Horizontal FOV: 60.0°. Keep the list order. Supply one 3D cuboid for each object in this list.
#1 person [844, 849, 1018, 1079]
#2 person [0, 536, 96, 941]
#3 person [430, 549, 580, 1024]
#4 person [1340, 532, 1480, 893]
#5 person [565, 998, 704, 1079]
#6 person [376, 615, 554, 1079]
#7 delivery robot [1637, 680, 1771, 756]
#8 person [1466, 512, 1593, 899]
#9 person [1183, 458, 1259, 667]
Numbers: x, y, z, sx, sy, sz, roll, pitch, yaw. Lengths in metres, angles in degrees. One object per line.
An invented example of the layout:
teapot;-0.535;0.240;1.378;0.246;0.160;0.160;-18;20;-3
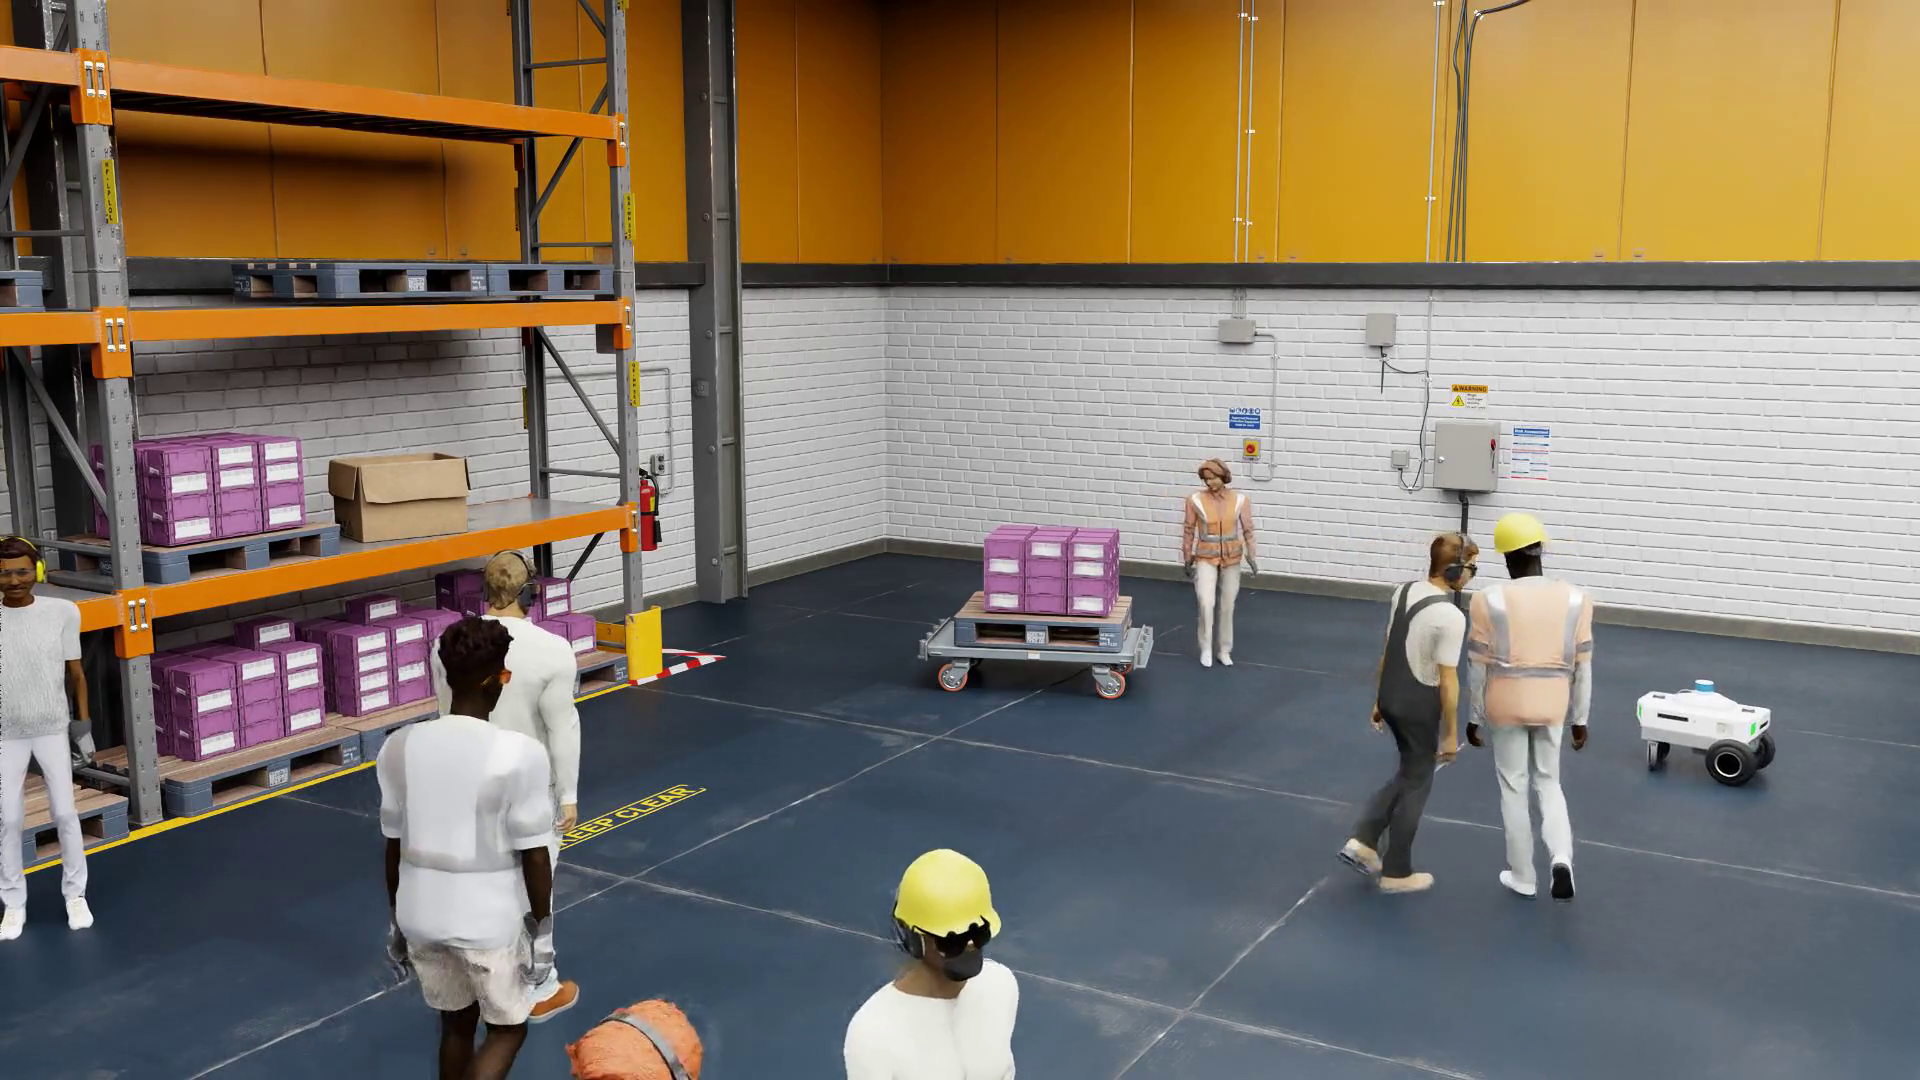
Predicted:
person;-0.035;1.555;3.814;0.530;1.754;0.364;-7;11;-37
person;-4.258;0.896;7.617;0.516;1.856;0.319;-5;10;-27
person;-1.818;0.997;6.740;0.626;1.934;0.360;2;9;13
person;2.216;0.851;8.037;0.481;1.808;0.570;-3;9;-15
person;-0.406;1.647;2.904;0.620;1.863;0.818;6;11;32
person;-1.613;1.224;5.304;0.616;1.941;0.671;2;9;15
delivery robot;4.513;1.095;10.116;0.707;0.478;0.477;8;12;39
person;2.730;0.819;7.975;0.591;1.894;0.555;0;9;1
person;1.996;0.181;12.753;0.543;1.618;0.451;0;9;-2
